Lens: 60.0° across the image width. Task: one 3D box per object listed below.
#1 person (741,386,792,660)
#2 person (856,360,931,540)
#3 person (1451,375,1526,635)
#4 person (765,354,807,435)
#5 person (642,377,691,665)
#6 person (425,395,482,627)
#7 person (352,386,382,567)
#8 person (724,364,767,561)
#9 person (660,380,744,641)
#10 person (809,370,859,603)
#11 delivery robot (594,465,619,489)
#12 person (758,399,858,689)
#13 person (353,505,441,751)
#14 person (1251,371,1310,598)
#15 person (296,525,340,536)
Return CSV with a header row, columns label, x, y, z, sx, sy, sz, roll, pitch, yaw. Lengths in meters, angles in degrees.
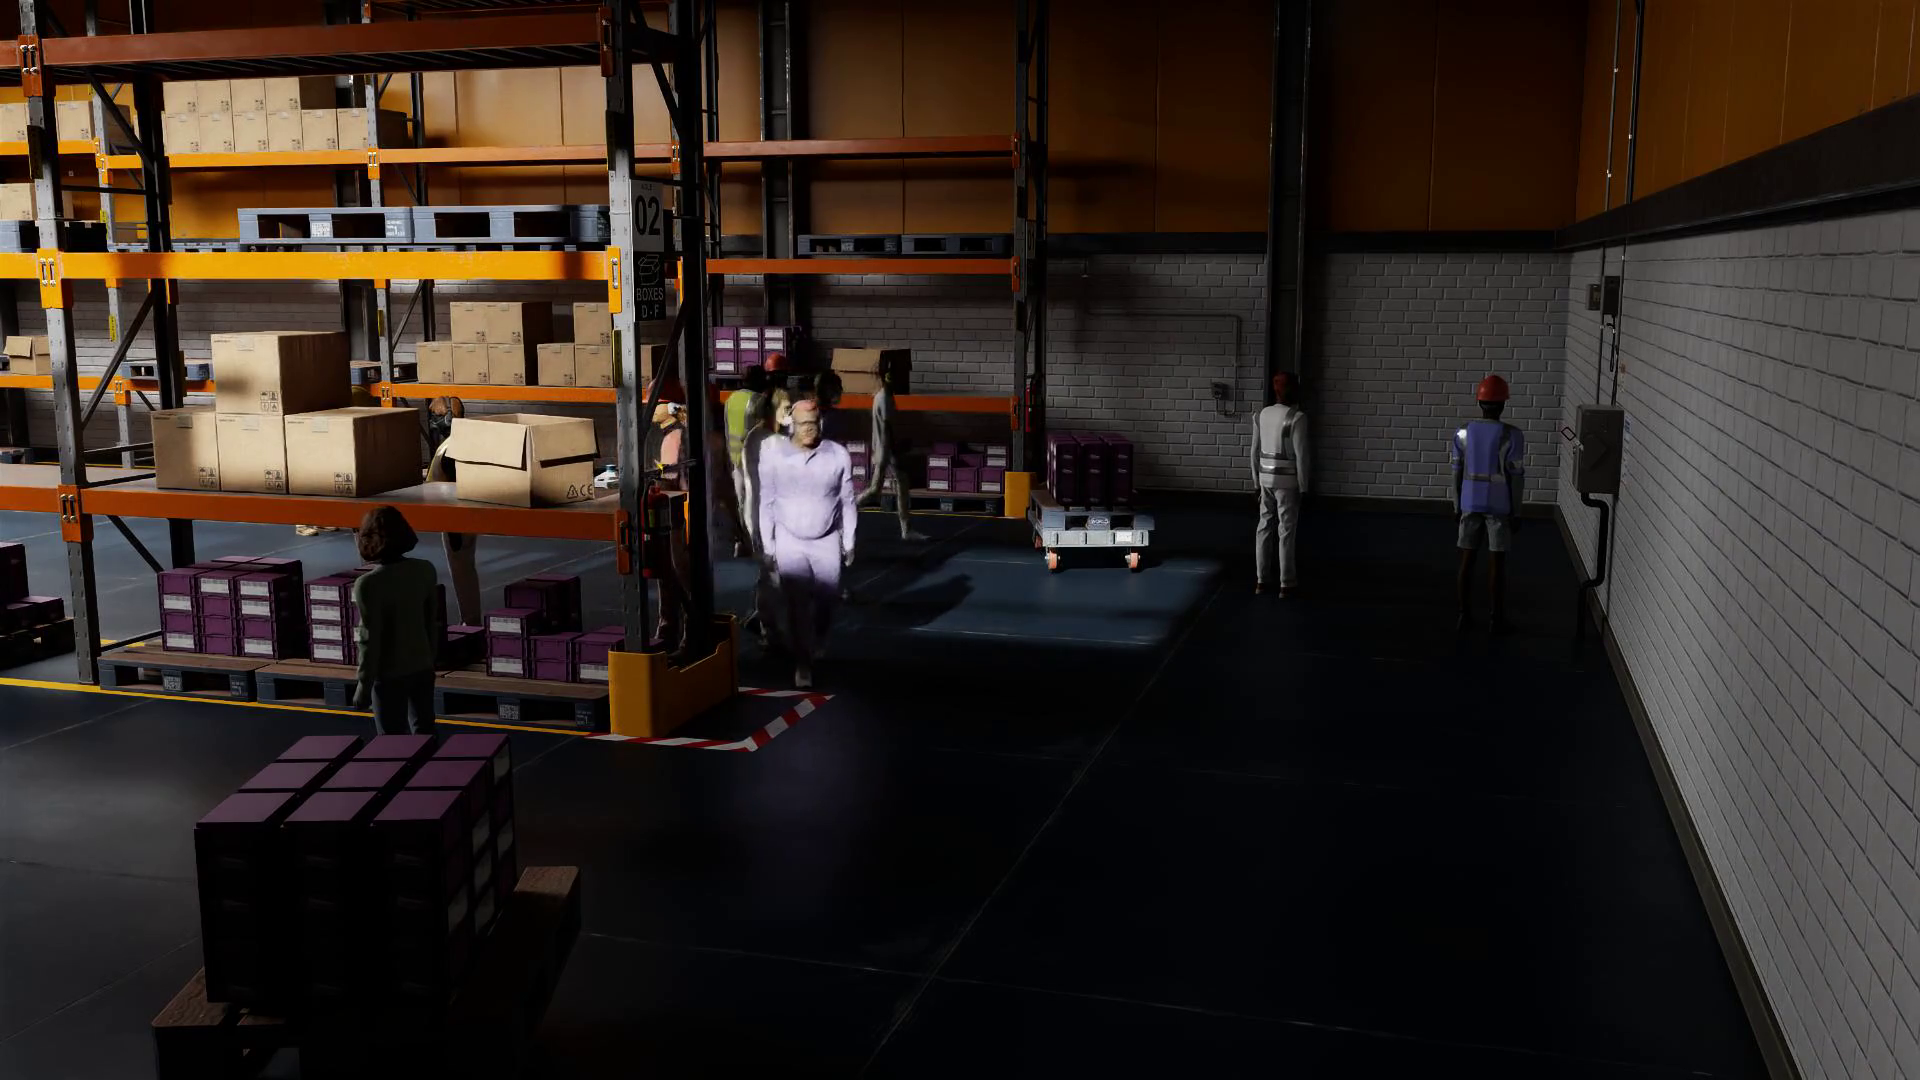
label,x,y,z,sx,sy,sz,roll,pitch,yaw
person,-1.292,-0.114,11.602,0.427,1.924,0.641,3,10,19
person,-0.798,-0.888,16.622,0.925,1.839,0.508,1,9,7
person,3.951,-0.259,12.442,0.548,1.942,0.347,7,12,38
person,-1.691,-0.788,15.711,0.385,1.928,0.547,9,13,43
person,-2.013,-0.140,11.558,0.382,1.995,0.612,-9,13,-43
person,-3.630,-0.123,11.965,0.430,1.836,0.618,-2,10,-13
person,-4.603,-0.268,12.830,0.404,1.832,0.597,-2,9,-11
person,-1.936,-0.730,15.626,0.429,1.839,0.634,-8,13,-42
person,-1.723,-0.129,11.534,0.656,1.970,0.628,5,10,26
person,-1.069,-0.420,13.504,0.577,1.917,0.623,4,10,24
delivery robot,-3.846,-0.589,18.386,0.477,0.478,0.707,3,10,15
person,-1.014,-0.005,11.093,0.652,1.883,0.750,-2,10,-12
person,-2.659,0.646,7.866,0.279,1.632,0.499,4,10,24
person,2.674,-0.461,13.851,0.359,1.884,0.573,-7,12,-36
person,-6.657,-0.970,17.083,0.429,1.845,0.621,4,10,21
